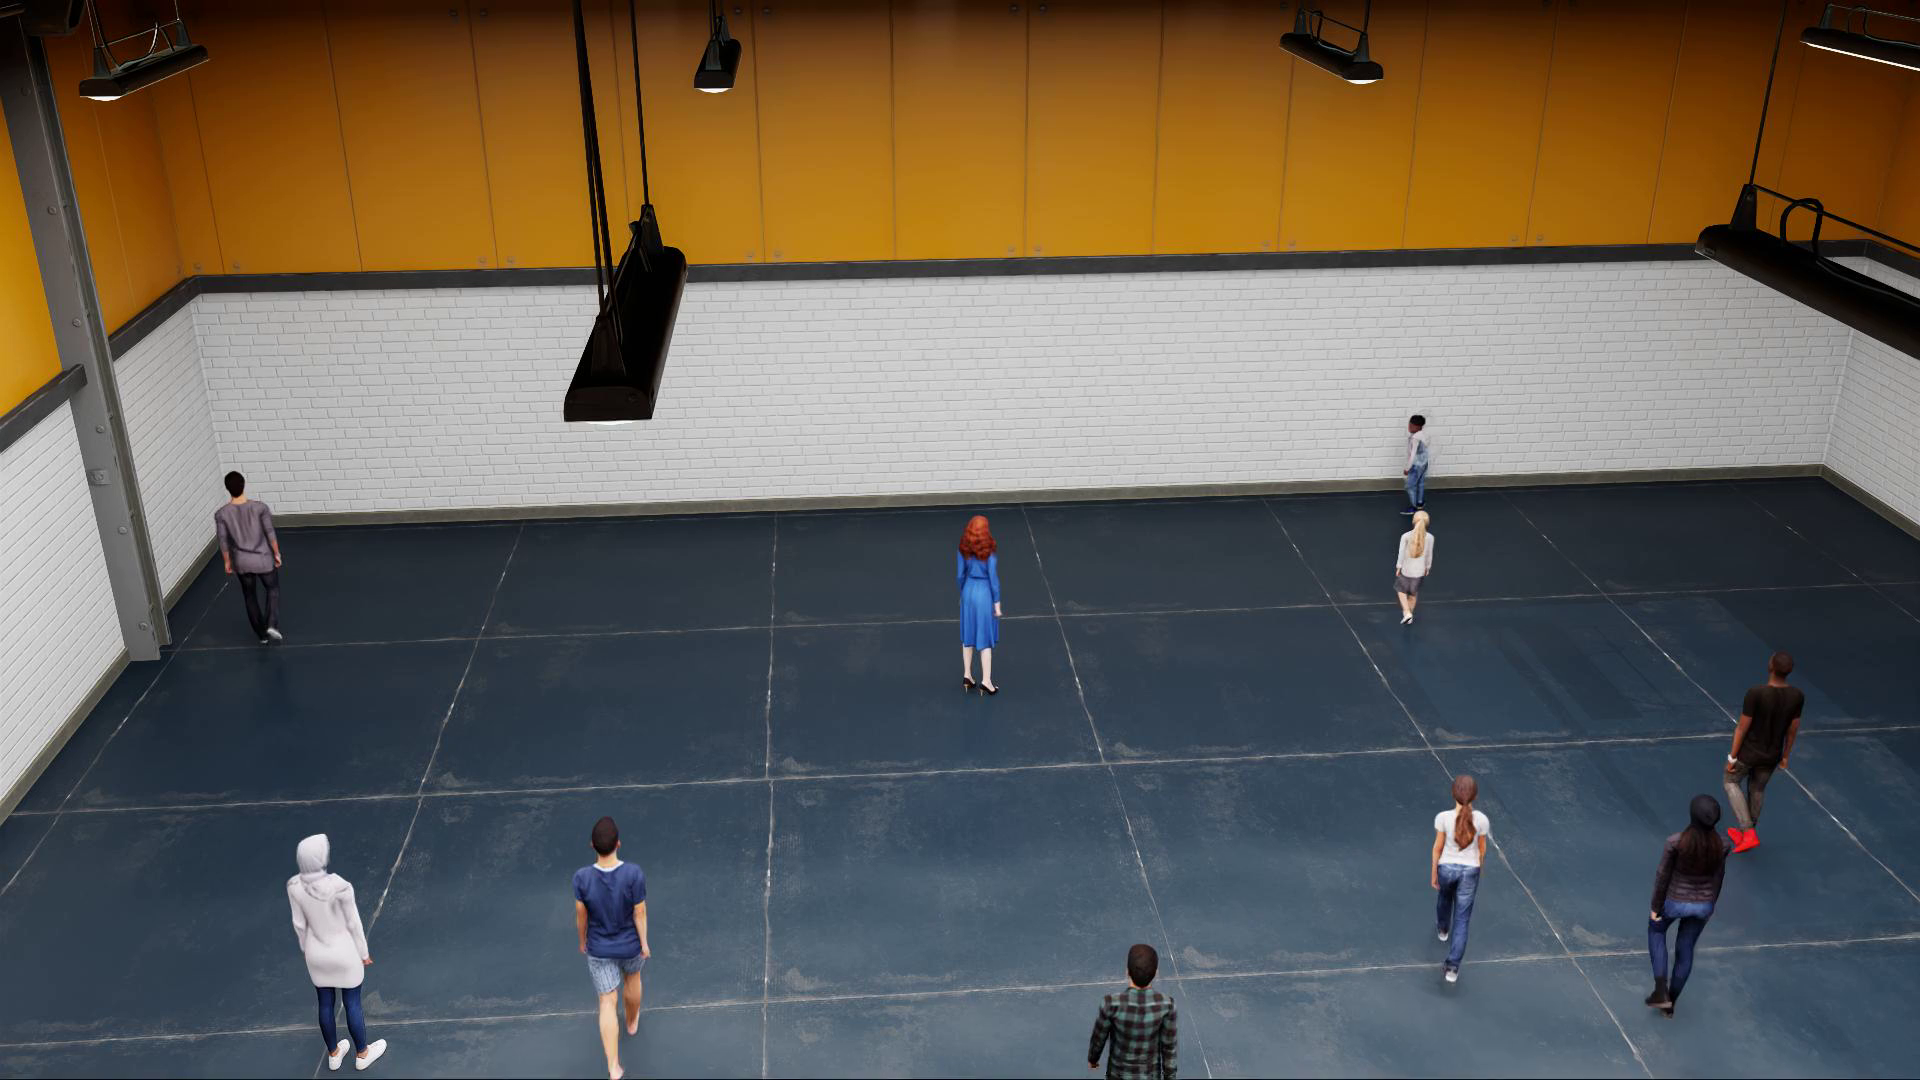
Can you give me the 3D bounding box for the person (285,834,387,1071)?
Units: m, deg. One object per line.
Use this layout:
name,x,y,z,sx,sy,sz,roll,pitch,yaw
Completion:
person,-4.139,2.722,10.966,0.659,1.776,0.596,3,24,6

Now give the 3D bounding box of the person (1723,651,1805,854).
person,6.369,1.739,13.196,0.684,1.793,0.809,0,24,-1

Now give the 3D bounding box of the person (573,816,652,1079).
person,-2.277,2.710,10.944,0.677,1.817,1.138,-4,24,-9

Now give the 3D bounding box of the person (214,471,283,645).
person,-7.063,0.224,16.601,0.787,1.840,0.827,-7,25,-15

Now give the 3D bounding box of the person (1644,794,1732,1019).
person,4.997,2.561,11.384,0.693,1.737,0.731,3,24,6

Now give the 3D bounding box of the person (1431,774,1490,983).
person,3.584,2.434,11.938,0.846,1.527,1.152,8,25,18

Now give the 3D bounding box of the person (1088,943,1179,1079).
person,1.042,3.265,10.066,0.704,1.672,1.094,-1,24,-3

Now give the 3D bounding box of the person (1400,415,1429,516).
person,5.528,-0.936,20.002,0.665,1.242,0.760,-21,31,-39

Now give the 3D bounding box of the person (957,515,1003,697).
person,0.170,0.622,15.707,0.715,1.828,0.765,16,28,33

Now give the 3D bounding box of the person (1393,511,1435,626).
person,4.672,0.310,17.122,0.536,1.265,0.662,0,24,0
